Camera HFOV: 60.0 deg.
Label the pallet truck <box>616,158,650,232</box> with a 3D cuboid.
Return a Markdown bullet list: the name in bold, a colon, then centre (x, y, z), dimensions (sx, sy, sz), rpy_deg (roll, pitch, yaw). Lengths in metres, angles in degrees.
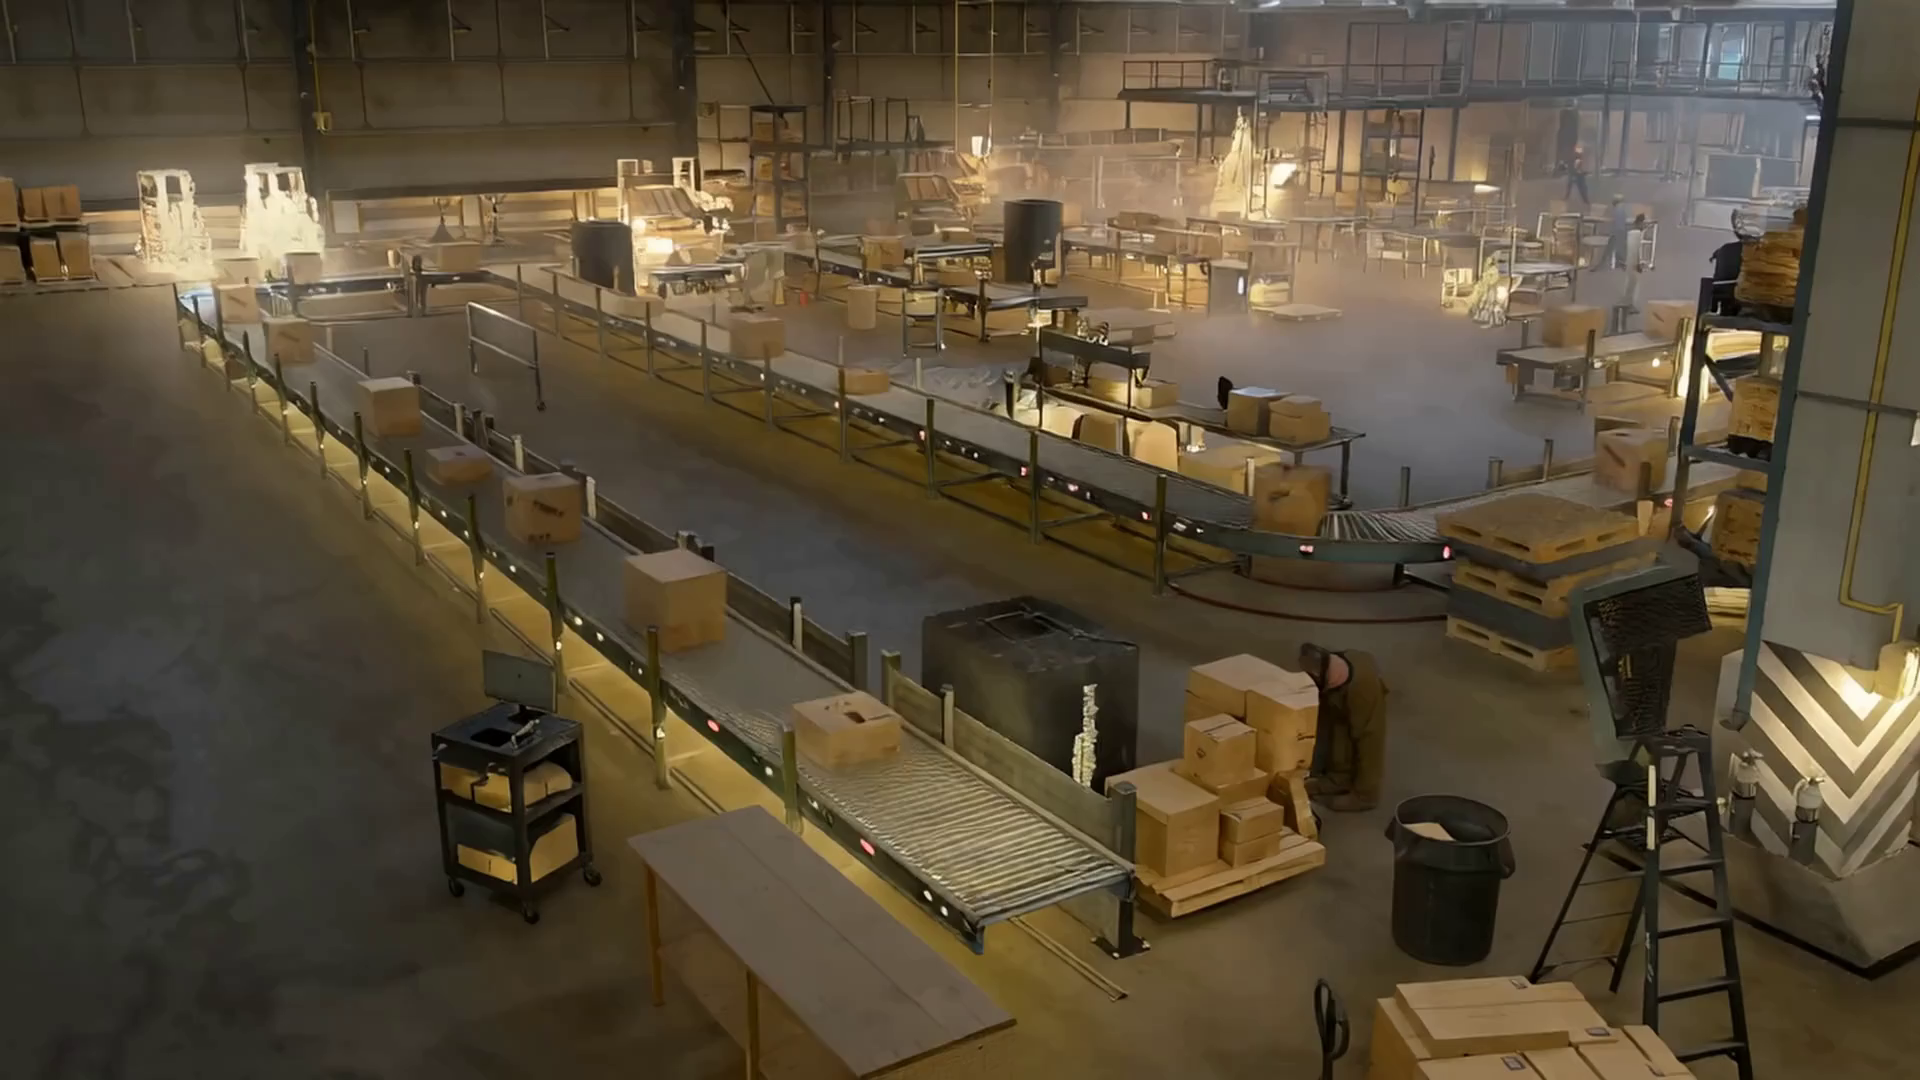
- **pallet truck**: centre (-8.918, -9.176, 44.255), dimensions (0.823, 1.965, 1.885), rpy_deg (-9, 19, -27)

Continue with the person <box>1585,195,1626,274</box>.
- **person**: centre (14.356, -6.718, 36.560), dimensions (0.943, 1.708, 0.532), rpy_deg (8, 19, 26)

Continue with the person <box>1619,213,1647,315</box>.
- **person**: centre (12.616, -5.166, 31.129), dimensions (0.323, 1.870, 0.518), rpy_deg (-2, 17, -5)

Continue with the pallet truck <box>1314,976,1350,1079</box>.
- **pallet truck**: centre (2.299, 2.390, 7.086), dimensions (1.601, 1.201, 0.680), rpy_deg (-2, 17, -7)

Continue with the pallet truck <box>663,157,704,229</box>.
- **pallet truck**: centre (-7.586, -9.308, 44.692), dimensions (0.823, 1.965, 1.885), rpy_deg (-11, 20, -33)

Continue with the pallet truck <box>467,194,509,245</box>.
- **pallet truck**: centre (-11.983, -8.177, 42.137), dimensions (0.704, 1.261, 1.522), rpy_deg (-11, 20, -33)

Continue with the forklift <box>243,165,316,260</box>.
- **forklift**: centre (-15.898, -7.669, 38.708), dimensions (1.157, 1.987, 2.680), rpy_deg (-11, 20, -33)

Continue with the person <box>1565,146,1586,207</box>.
- **person**: centre (18.984, -11.182, 51.188), dimensions (0.585, 1.854, 0.905), rpy_deg (-7, 18, -21)

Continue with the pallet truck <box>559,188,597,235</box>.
- **pallet truck**: centre (-10.010, -8.652, 43.699), dimensions (0.653, 1.274, 1.630), rpy_deg (-10, 20, -31)

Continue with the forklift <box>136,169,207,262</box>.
- **forklift**: centre (-17.842, -7.318, 37.559), dimensions (1.157, 1.987, 2.680), rpy_deg (-10, 20, -31)

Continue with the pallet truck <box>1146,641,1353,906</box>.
- **pallet truck**: centre (1.664, 1.407, 10.232), dimensions (1.630, 1.274, 0.653), rpy_deg (-10, 20, -31)

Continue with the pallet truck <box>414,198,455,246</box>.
- **pallet truck**: centre (-13.250, -8.060, 41.856), dimensions (0.680, 1.201, 1.601), rpy_deg (-10, 20, -31)
